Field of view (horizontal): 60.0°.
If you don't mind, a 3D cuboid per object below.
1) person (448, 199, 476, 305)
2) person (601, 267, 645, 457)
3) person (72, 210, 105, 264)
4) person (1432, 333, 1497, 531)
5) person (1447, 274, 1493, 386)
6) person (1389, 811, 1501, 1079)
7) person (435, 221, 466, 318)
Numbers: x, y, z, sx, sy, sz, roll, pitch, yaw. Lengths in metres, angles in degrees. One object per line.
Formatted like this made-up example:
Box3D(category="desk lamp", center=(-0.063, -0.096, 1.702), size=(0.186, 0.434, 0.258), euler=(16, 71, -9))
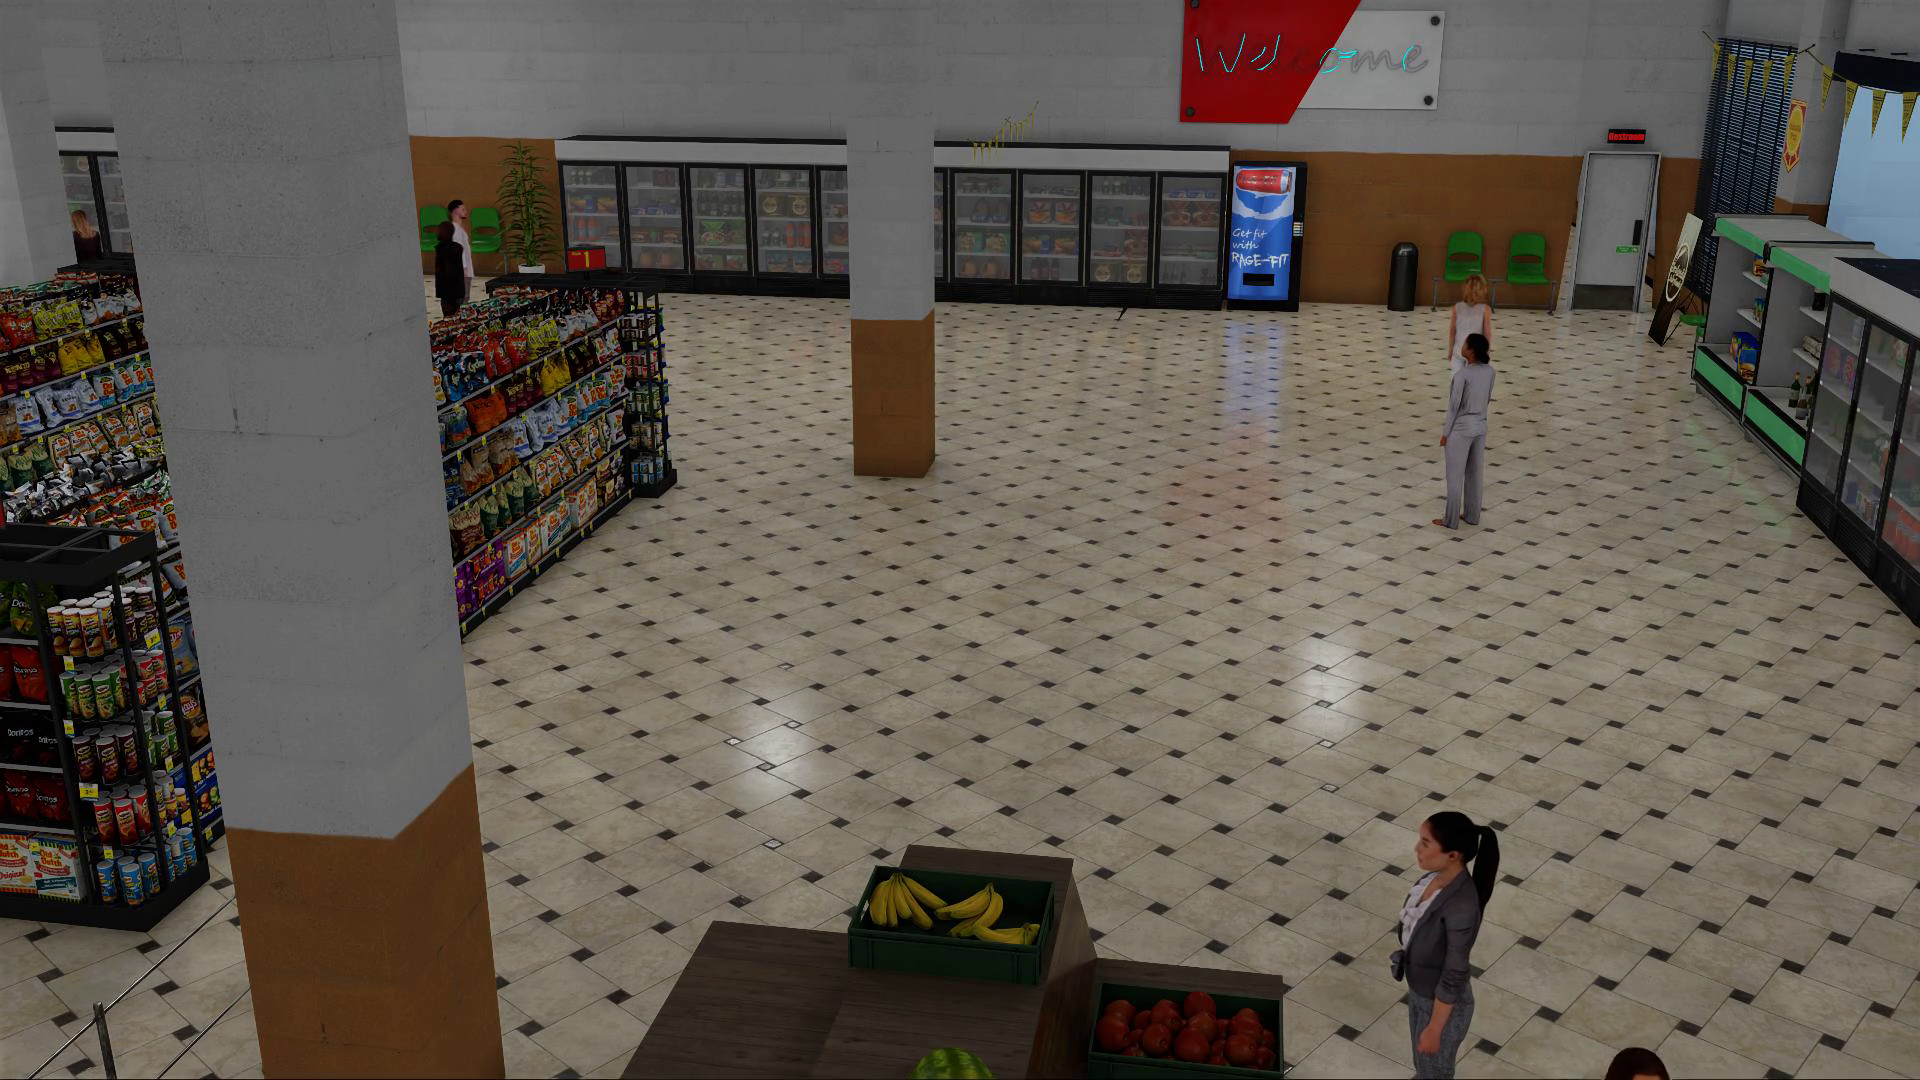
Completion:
Box3D(category="person", center=(-6.770, -3.711, 22.622), size=(0.808, 1.840, 0.664), euler=(-6, 19, -17))
Box3D(category="person", center=(-3.395, -1.743, 16.562), size=(0.900, 1.983, 0.704), euler=(9, 21, 25))
Box3D(category="person", center=(-11.821, -3.626, 22.582), size=(0.732, 1.704, 0.590), euler=(13, 22, 33))
Box3D(category="person", center=(4.466, -0.964, 14.639), size=(0.715, 1.735, 0.750), euler=(-10, 21, -27))
Box3D(category="person", center=(5.454, -2.024, 17.883), size=(0.683, 1.671, 0.676), euler=(12, 22, 32))
Box3D(category="person", center=(1.868, 1.811, 6.496), size=(0.678, 1.680, 0.527), euler=(2, 19, 6))
Box3D(category="person", center=(-6.316, -3.069, 20.741), size=(0.829, 1.826, 0.660), euler=(-3, 19, -8))
